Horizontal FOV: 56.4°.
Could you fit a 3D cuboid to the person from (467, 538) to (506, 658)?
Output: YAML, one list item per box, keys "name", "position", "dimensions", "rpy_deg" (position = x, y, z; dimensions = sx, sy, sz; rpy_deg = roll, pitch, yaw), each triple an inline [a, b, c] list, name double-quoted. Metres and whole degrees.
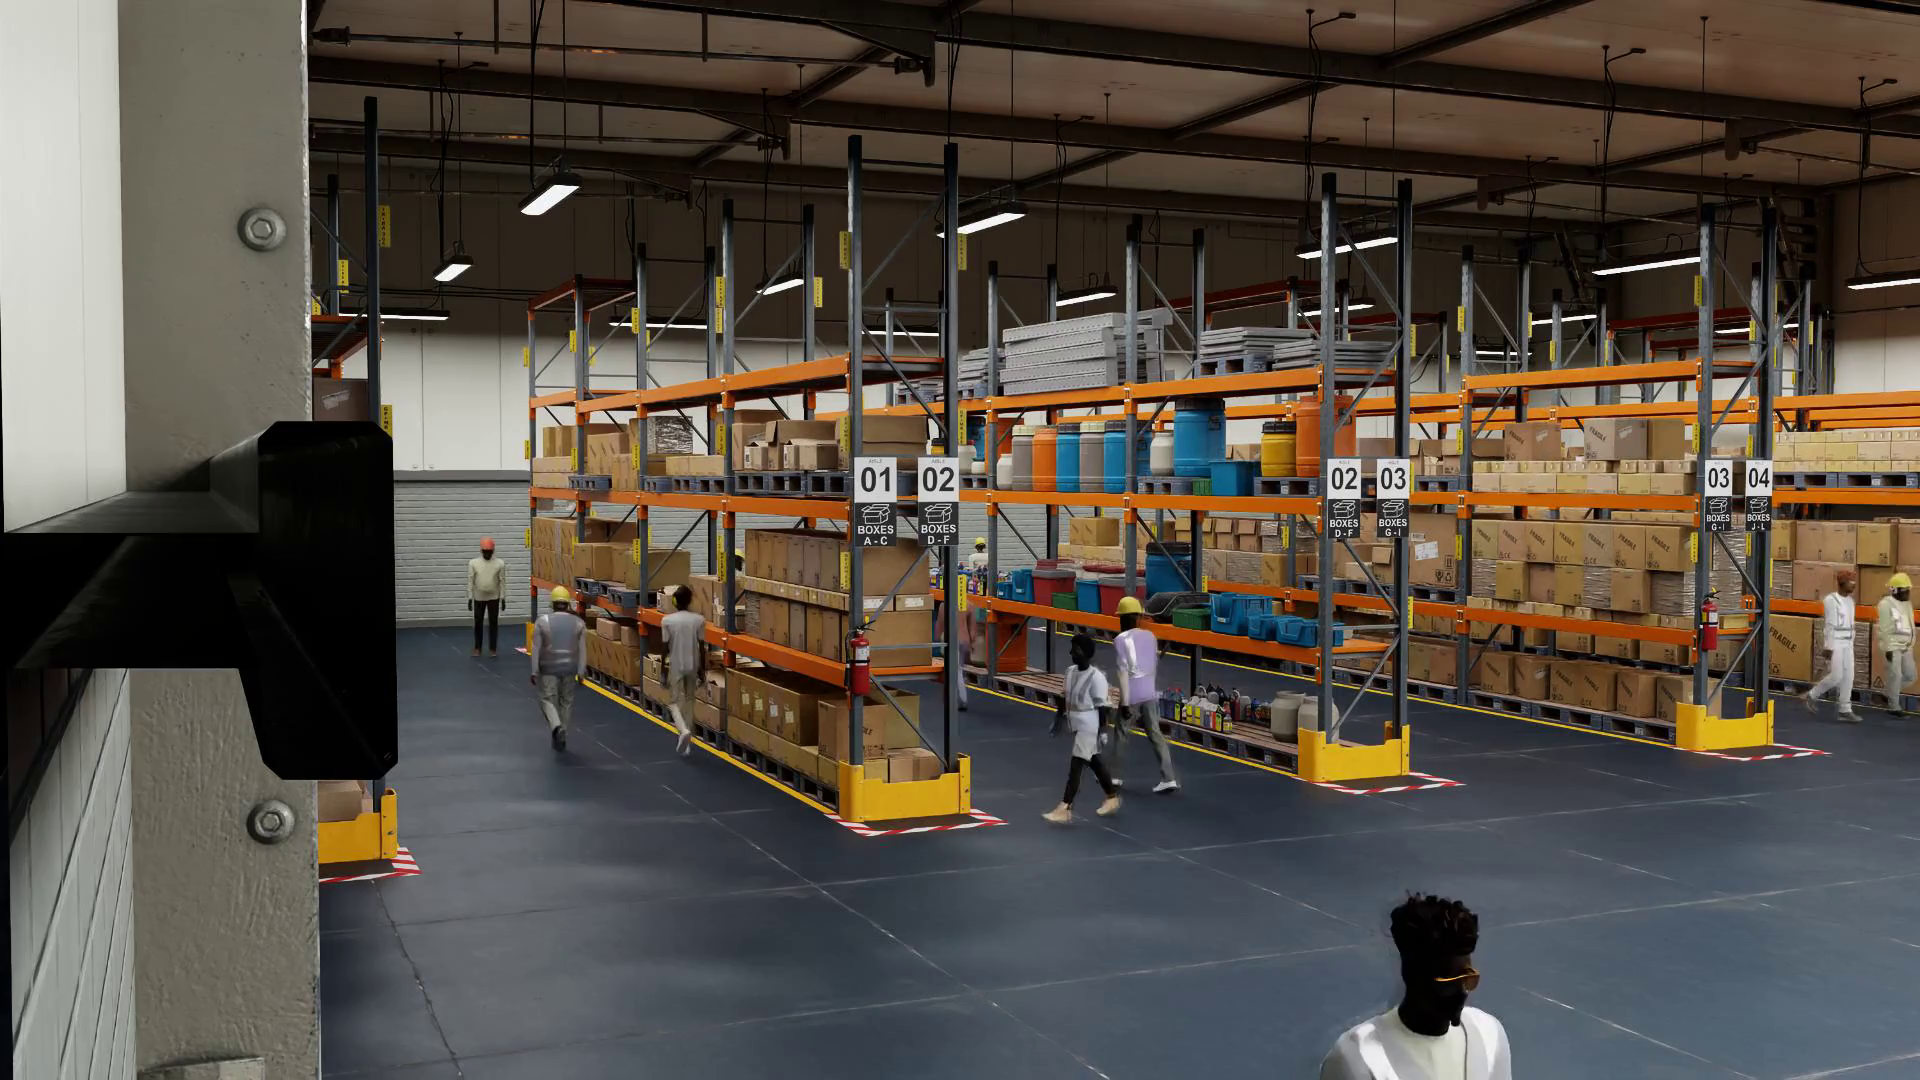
- name: "person"
  position: [-7.864, 0.958, 29.769]
  dimensions: [0.623, 1.963, 0.704]
  rpy_deg: [-1, 2, -14]

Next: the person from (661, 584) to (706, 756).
- name: "person"
  position: [-2.954, 1.405, 19.261]
  dimensions: [0.504, 1.859, 0.567]
  rpy_deg: [-1, 2, -22]

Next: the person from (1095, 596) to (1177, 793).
- name: "person"
  position: [1.718, 1.481, 17.203]
  dimensions: [0.599, 1.872, 1.010]
  rpy_deg: [-2, 3, -40]

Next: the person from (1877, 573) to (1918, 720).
- name: "person"
  position: [11.638, 1.310, 22.275]
  dimensions: [0.598, 1.814, 0.446]
  rpy_deg: [-1, 2, -27]

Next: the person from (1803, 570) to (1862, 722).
- name: "person"
  position: [10.773, 1.292, 22.038]
  dimensions: [0.588, 1.867, 0.589]
  rpy_deg: [-1, 3, -31]

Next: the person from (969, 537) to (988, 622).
- name: "person"
  position: [0.400, 0.828, 35.480]
  dimensions: [0.533, 1.768, 0.310]
  rpy_deg: [-1, 2, -23]

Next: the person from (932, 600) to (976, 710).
- name: "person"
  position: [-0.068, 1.323, 23.212]
  dimensions: [0.526, 1.719, 0.912]
  rpy_deg: [-1, 3, -31]

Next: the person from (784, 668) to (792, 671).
- name: "person"
  position: [-2.085, 1.414, 22.448]
  dimensions: [0.500, 1.588, 0.858]
  rpy_deg: [-1, 2, -27]

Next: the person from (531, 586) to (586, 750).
- name: "person"
  position: [-4.374, 1.411, 19.587]
  dimensions: [0.607, 1.818, 0.611]
  rpy_deg: [-1, 2, -28]

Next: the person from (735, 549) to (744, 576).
- name: "person"
  position: [-3.455, 1.085, 27.446]
  dimensions: [0.386, 1.880, 0.748]
  rpy_deg: [-1, 2, -16]

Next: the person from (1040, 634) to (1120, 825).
- name: "person"
  position: [1.086, 1.643, 15.762]
  dimensions: [0.892, 1.648, 0.541]
  rpy_deg: [-1, 2, -27]

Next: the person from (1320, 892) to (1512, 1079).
- name: "person"
  position: [1.311, 1.915, 4.769]
  dimensions: [0.629, 1.943, 0.676]
  rpy_deg: [-1, 3, -34]
